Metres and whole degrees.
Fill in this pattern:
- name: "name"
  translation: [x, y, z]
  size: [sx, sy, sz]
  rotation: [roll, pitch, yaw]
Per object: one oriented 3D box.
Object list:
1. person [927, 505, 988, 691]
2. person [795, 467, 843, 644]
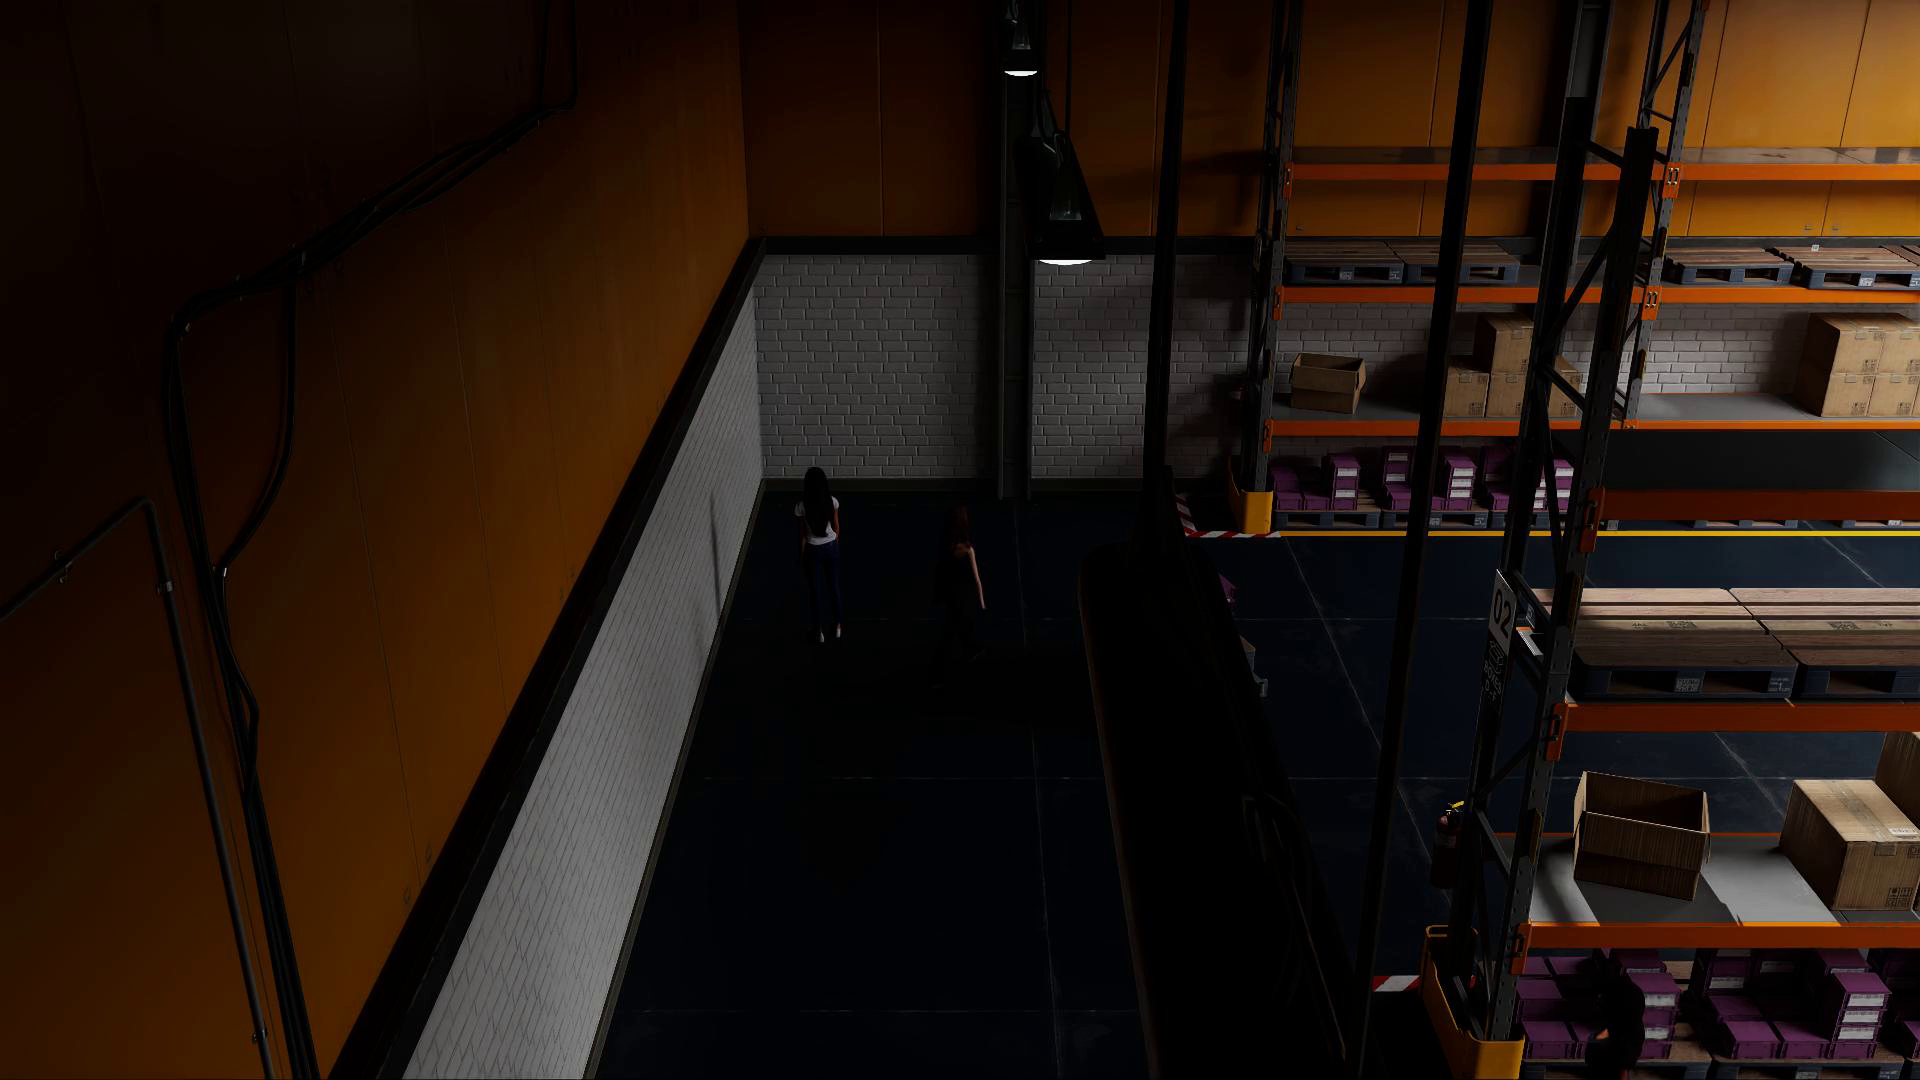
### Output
- name: "person"
  translation: [-0.102, 0.552, 15.094]
  size: [1.136, 1.697, 1.140]
  rotation: [19, 30, 36]
- name: "person"
  translation: [-1.330, 0.137, 15.944]
  size: [0.596, 1.775, 0.723]
  rotation: [-10, 26, -22]
